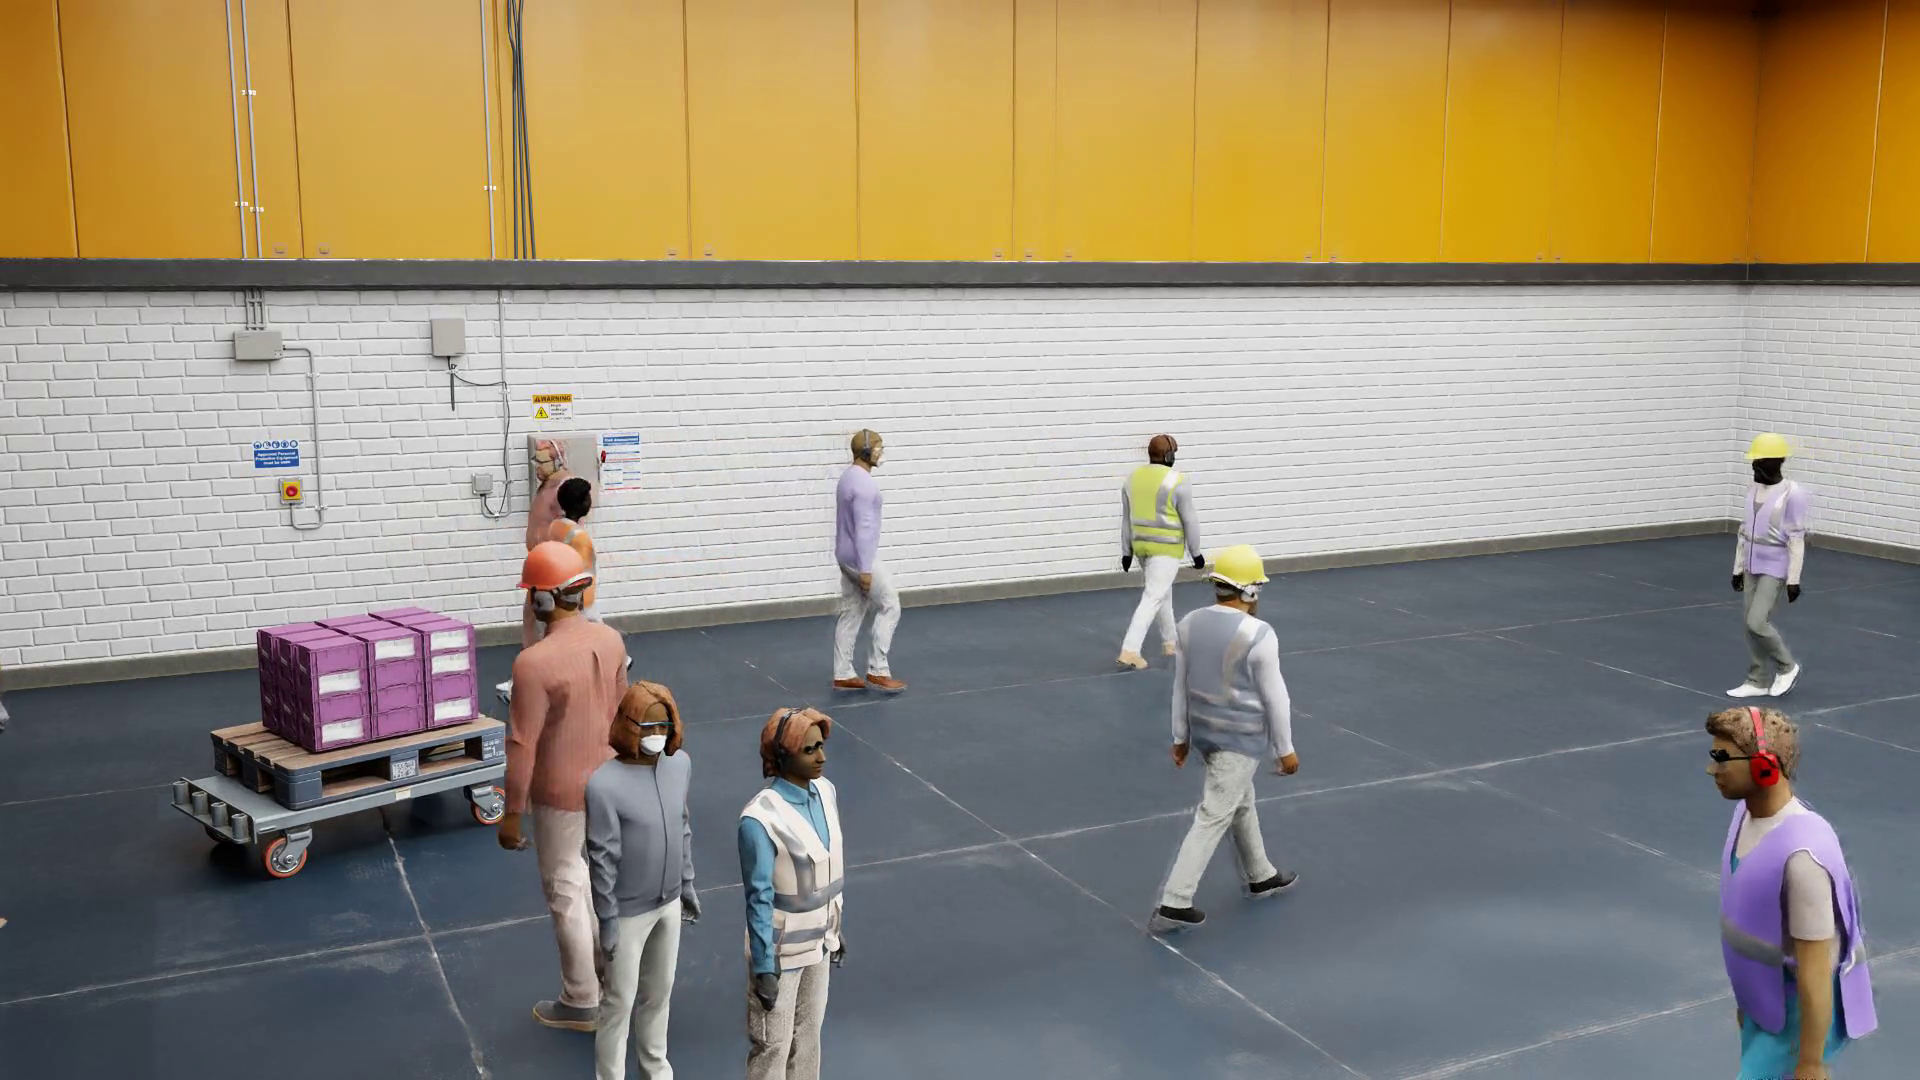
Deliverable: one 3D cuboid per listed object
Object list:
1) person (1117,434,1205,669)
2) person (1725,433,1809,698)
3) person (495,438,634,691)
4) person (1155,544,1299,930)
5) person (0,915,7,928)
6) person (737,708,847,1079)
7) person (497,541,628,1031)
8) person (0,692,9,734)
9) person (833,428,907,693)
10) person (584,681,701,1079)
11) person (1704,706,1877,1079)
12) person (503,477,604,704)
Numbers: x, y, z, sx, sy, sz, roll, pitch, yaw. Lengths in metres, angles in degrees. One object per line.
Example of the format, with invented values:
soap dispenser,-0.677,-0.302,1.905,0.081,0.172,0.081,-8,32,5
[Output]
person,1.515,0.078,12.878,0.951,1.796,0.623,-7,12,-38
person,5.679,0.198,11.740,0.424,1.908,0.605,-1,9,-9
person,-2.870,0.177,12.052,0.910,1.861,0.650,-5,10,-27
person,1.260,0.909,7.769,0.948,1.786,0.584,-5,11,-30
person,-4.754,0.939,7.407,0.973,1.823,0.590,1,9,5
person,-0.540,1.347,5.448,0.310,1.642,0.514,4,10,24
person,-1.588,0.987,6.637,0.439,1.980,0.621,3,10,19
person,-5.136,0.807,8.368,0.593,1.795,1.065,-6,11,-32
person,-0.626,0.159,11.951,0.672,1.916,0.665,-2,9,-15
person,-1.096,1.290,5.823,0.285,1.632,0.499,6,11,31
person,2.341,1.376,4.767,0.491,1.810,0.598,2,9,10
person,-2.670,0.408,11.190,0.775,1.667,0.530,-7,12,-39
